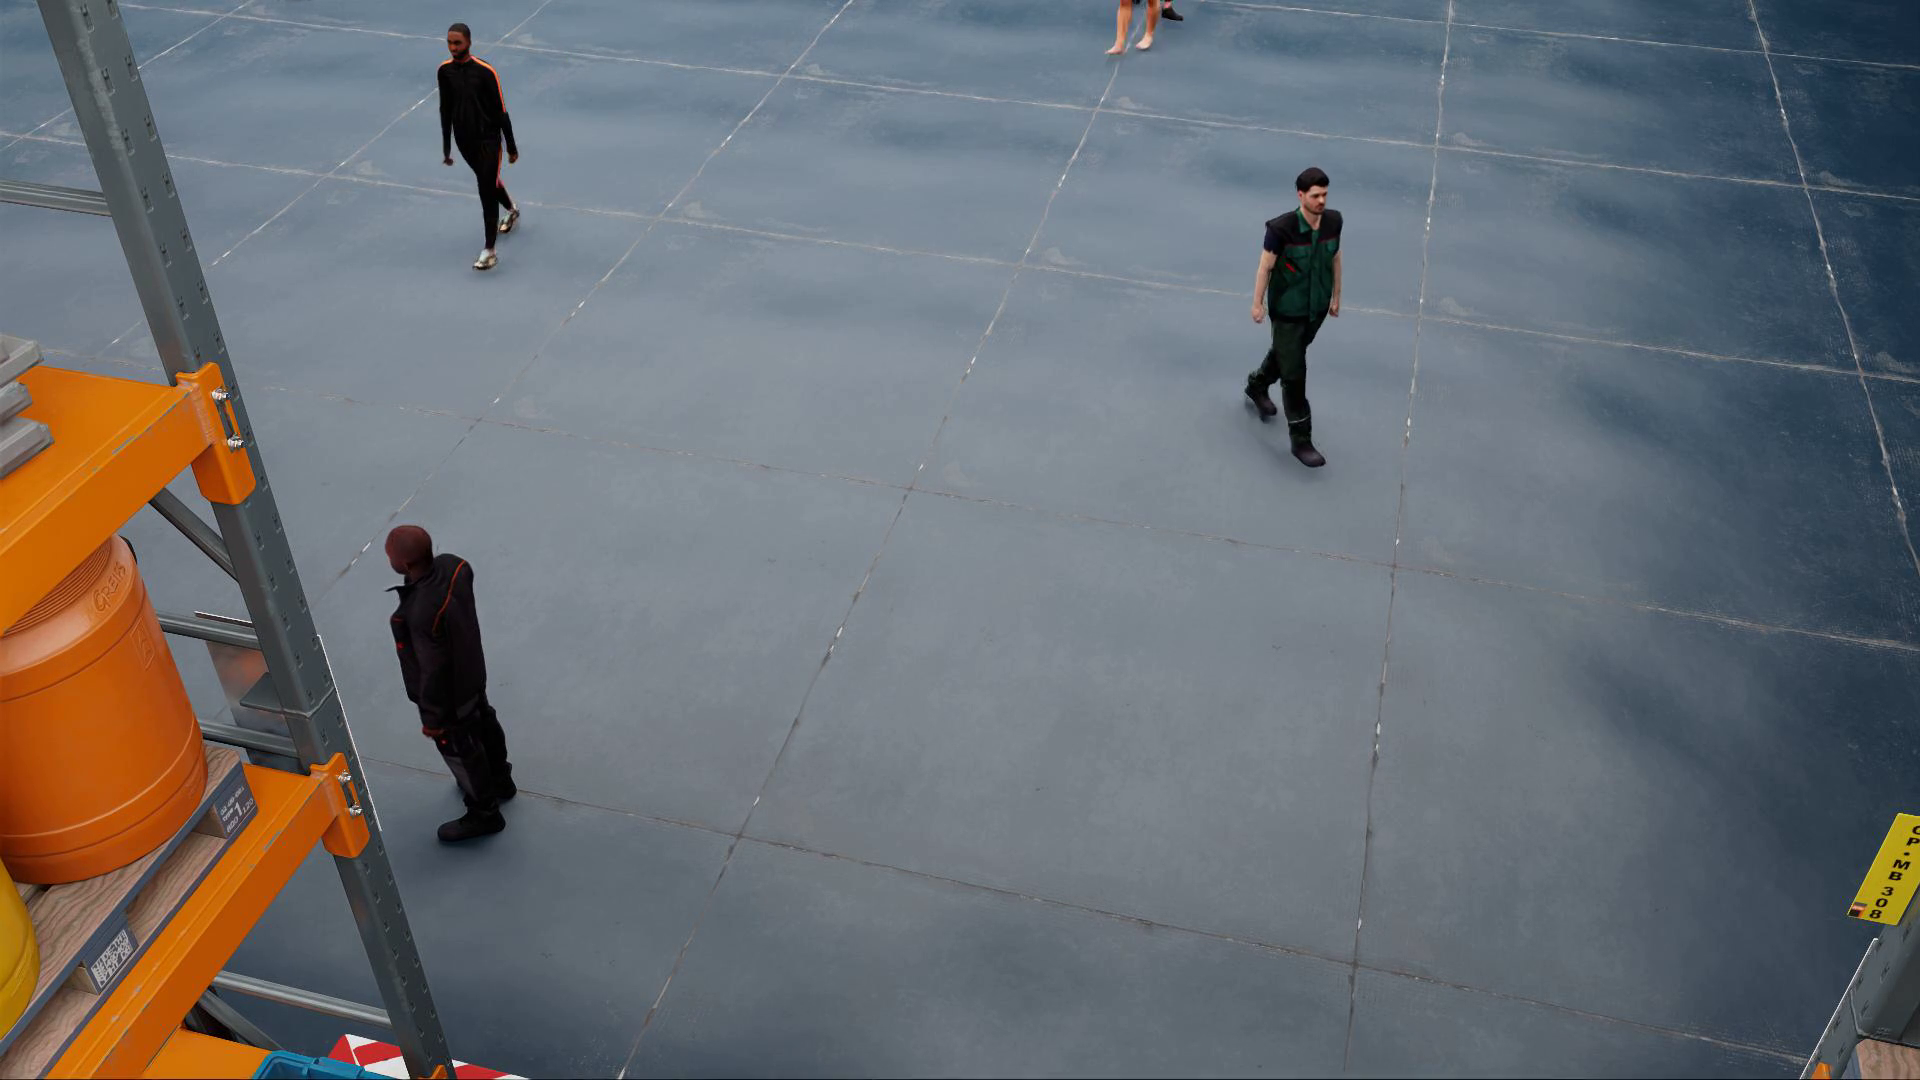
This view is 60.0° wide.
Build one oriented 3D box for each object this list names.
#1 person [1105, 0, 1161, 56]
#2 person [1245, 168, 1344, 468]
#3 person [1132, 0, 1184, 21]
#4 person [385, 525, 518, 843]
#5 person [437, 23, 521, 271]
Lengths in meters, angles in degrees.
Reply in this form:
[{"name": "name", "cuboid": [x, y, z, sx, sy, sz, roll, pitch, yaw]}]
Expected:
[{"name": "person", "cuboid": [1.781, -5.511, 15.640, 0.811, 1.818, 1.059, 20, 42, 23]}, {"name": "person", "cuboid": [2.078, -1.484, 10.464, 1.180, 1.854, 1.295, -15, 41, -19]}, {"name": "person", "cuboid": [1.954, -6.073, 16.486, 1.133, 1.662, 1.269, -13, 40, -16]}, {"name": "person", "cuboid": [-2.364, 0.647, 7.769, 0.807, 1.818, 0.616, 2, 38, 2]}, {"name": "person", "cuboid": [-3.571, -3.016, 12.501, 0.672, 1.758, 1.200, 8, 39, 10]}]
